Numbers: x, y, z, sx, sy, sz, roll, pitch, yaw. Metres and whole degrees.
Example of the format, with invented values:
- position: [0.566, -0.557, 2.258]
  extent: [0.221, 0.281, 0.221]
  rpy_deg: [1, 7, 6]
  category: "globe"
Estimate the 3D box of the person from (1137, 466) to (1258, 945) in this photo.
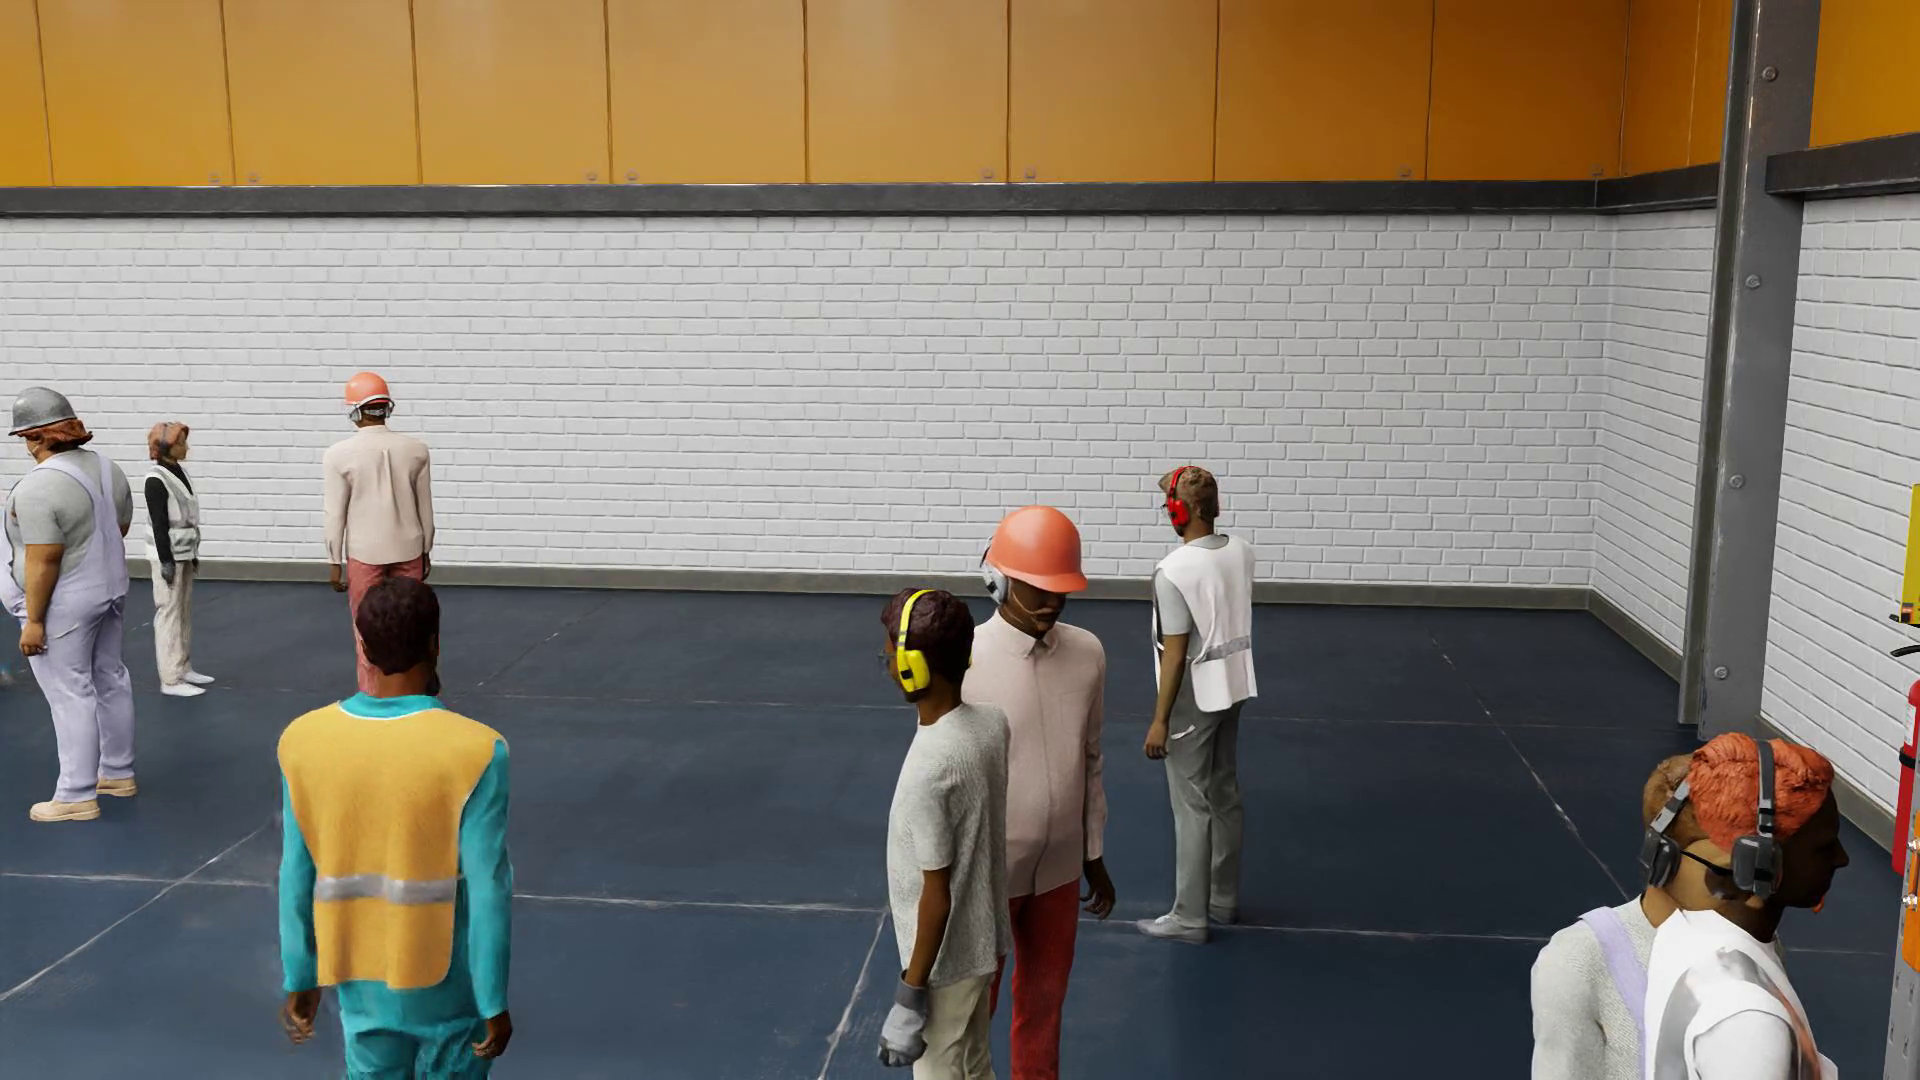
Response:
- position: [0.922, 0.634, 6.363]
  extent: [0.394, 1.837, 0.563]
  rpy_deg: [9, 13, 40]
  category: "person"

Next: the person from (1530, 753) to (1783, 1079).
- position: [1.187, 1.247, 2.848]
  extent: [0.505, 1.840, 0.344]
  rpy_deg: [-4, 11, -23]
  category: "person"

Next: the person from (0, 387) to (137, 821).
- position: [-4.208, 0.284, 7.783]
  extent: [0.536, 2.000, 0.676]
  rpy_deg: [1, 10, 5]
  category: "person"

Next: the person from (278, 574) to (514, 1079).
- position: [-1.364, 1.039, 3.942]
  extent: [0.599, 1.883, 0.776]
  rpy_deg: [2, 10, 11]
  category: "person"

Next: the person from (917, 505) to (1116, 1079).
- position: [0.164, 0.884, 4.498]
  extent: [0.609, 1.989, 0.391]
  rpy_deg: [-6, 12, -33]
  category: "person"

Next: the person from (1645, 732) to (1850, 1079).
- position: [1.255, 1.239, 2.770]
  extent: [0.349, 1.882, 0.584]
  rpy_deg: [2, 10, 10]
  category: "person"

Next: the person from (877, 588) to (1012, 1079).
- position: [-0.047, 1.030, 4.026]
  extent: [0.327, 1.865, 0.518]
  rpy_deg: [4, 11, 20]
  category: "person"

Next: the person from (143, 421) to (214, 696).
- position: [-4.699, 0.109, 9.946]
  extent: [0.310, 1.636, 0.522]
  rpy_deg: [-2, 10, -10]
  category: "person"

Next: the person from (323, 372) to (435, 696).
- position: [-3.211, 0.066, 9.211]
  extent: [0.610, 1.985, 0.415]
  rpy_deg: [-9, 13, -42]
  category: "person"
